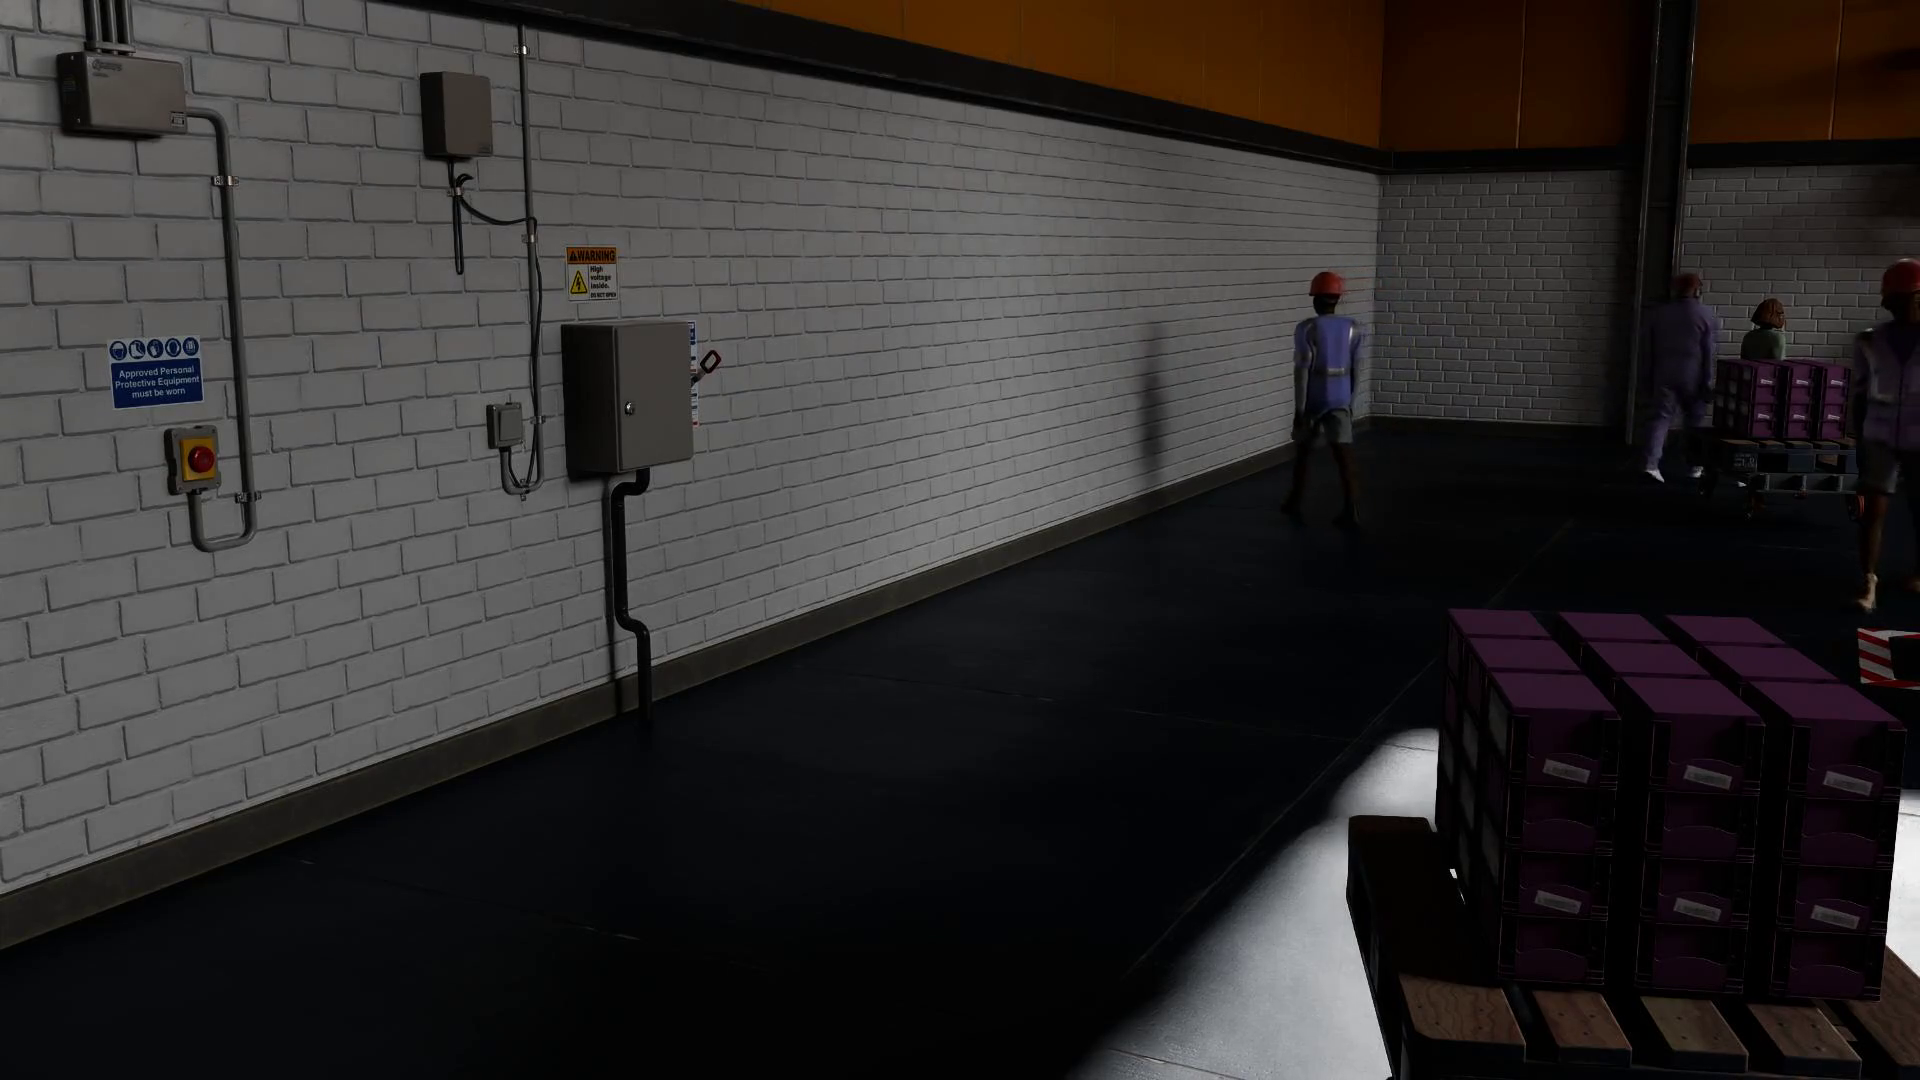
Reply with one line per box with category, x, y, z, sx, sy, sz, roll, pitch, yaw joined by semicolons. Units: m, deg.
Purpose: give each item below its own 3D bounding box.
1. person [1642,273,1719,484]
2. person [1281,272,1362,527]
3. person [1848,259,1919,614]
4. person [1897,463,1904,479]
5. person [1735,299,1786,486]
person;6.351;-1.419;14.685;0.649;1.857;1.022;9;13;43
person;2.743;-1.057;12.453;0.563;1.887;1.008;-2;10;-13
person;5.424;-0.609;9.547;0.605;2.005;1.014;8;13;39
person;8.569;-1.456;14.931;0.403;1.825;0.586;6;11;31
person;6.886;-1.245;14.260;0.284;1.633;0.497;-3;10;-14
